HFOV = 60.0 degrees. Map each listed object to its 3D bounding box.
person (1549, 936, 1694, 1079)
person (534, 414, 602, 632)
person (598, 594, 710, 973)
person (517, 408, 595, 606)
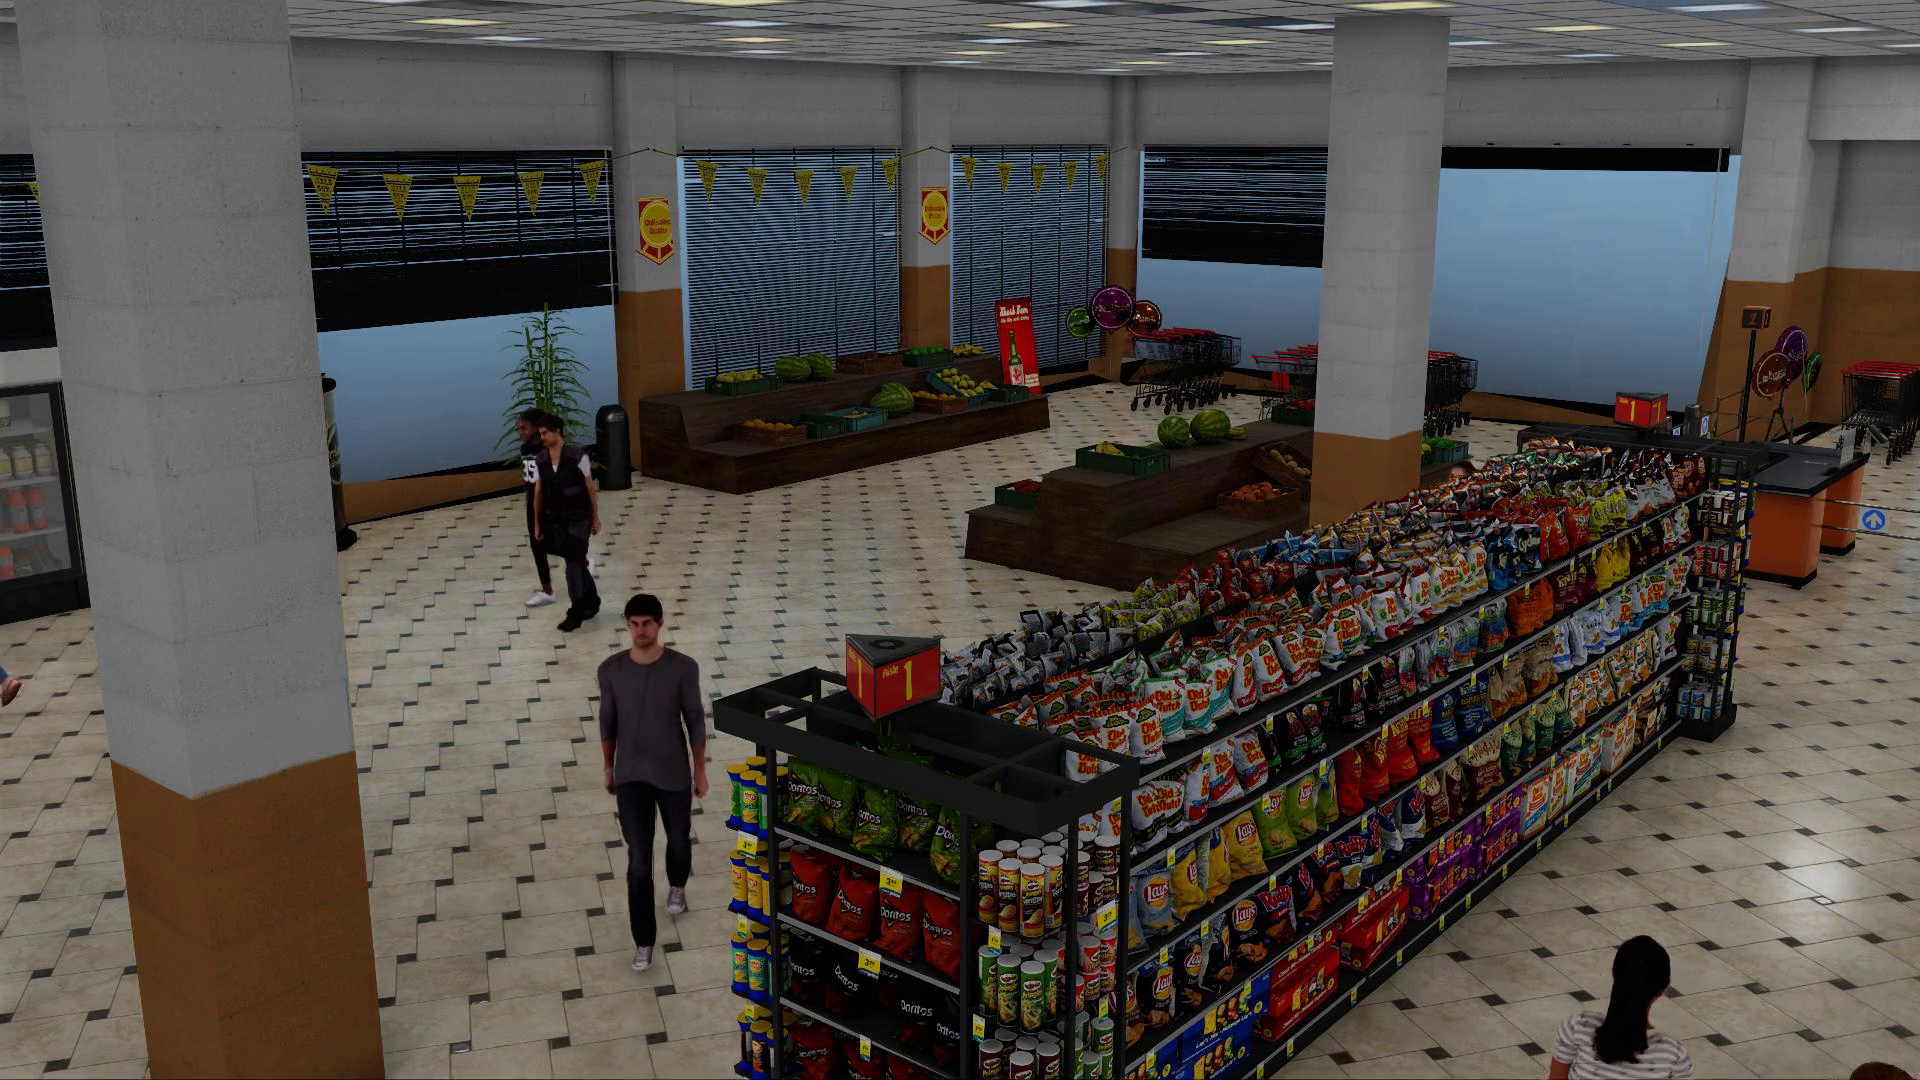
[{"bbox_3d":[2.017,2.054,5.219,0.777,1.620,1.061,6,15,22],"label":"person"},{"bbox_3d":[-3.209,-0.163,13.974,0.850,1.801,1.050,3,14,11],"label":"person"},{"bbox_3d":[-1.541,1.164,8.476,1.171,1.813,1.224,-1,14,-5],"label":"person"},{"bbox_3d":[-3.601,-0.294,14.677,0.694,1.725,0.908,11,17,38],"label":"person"}]
